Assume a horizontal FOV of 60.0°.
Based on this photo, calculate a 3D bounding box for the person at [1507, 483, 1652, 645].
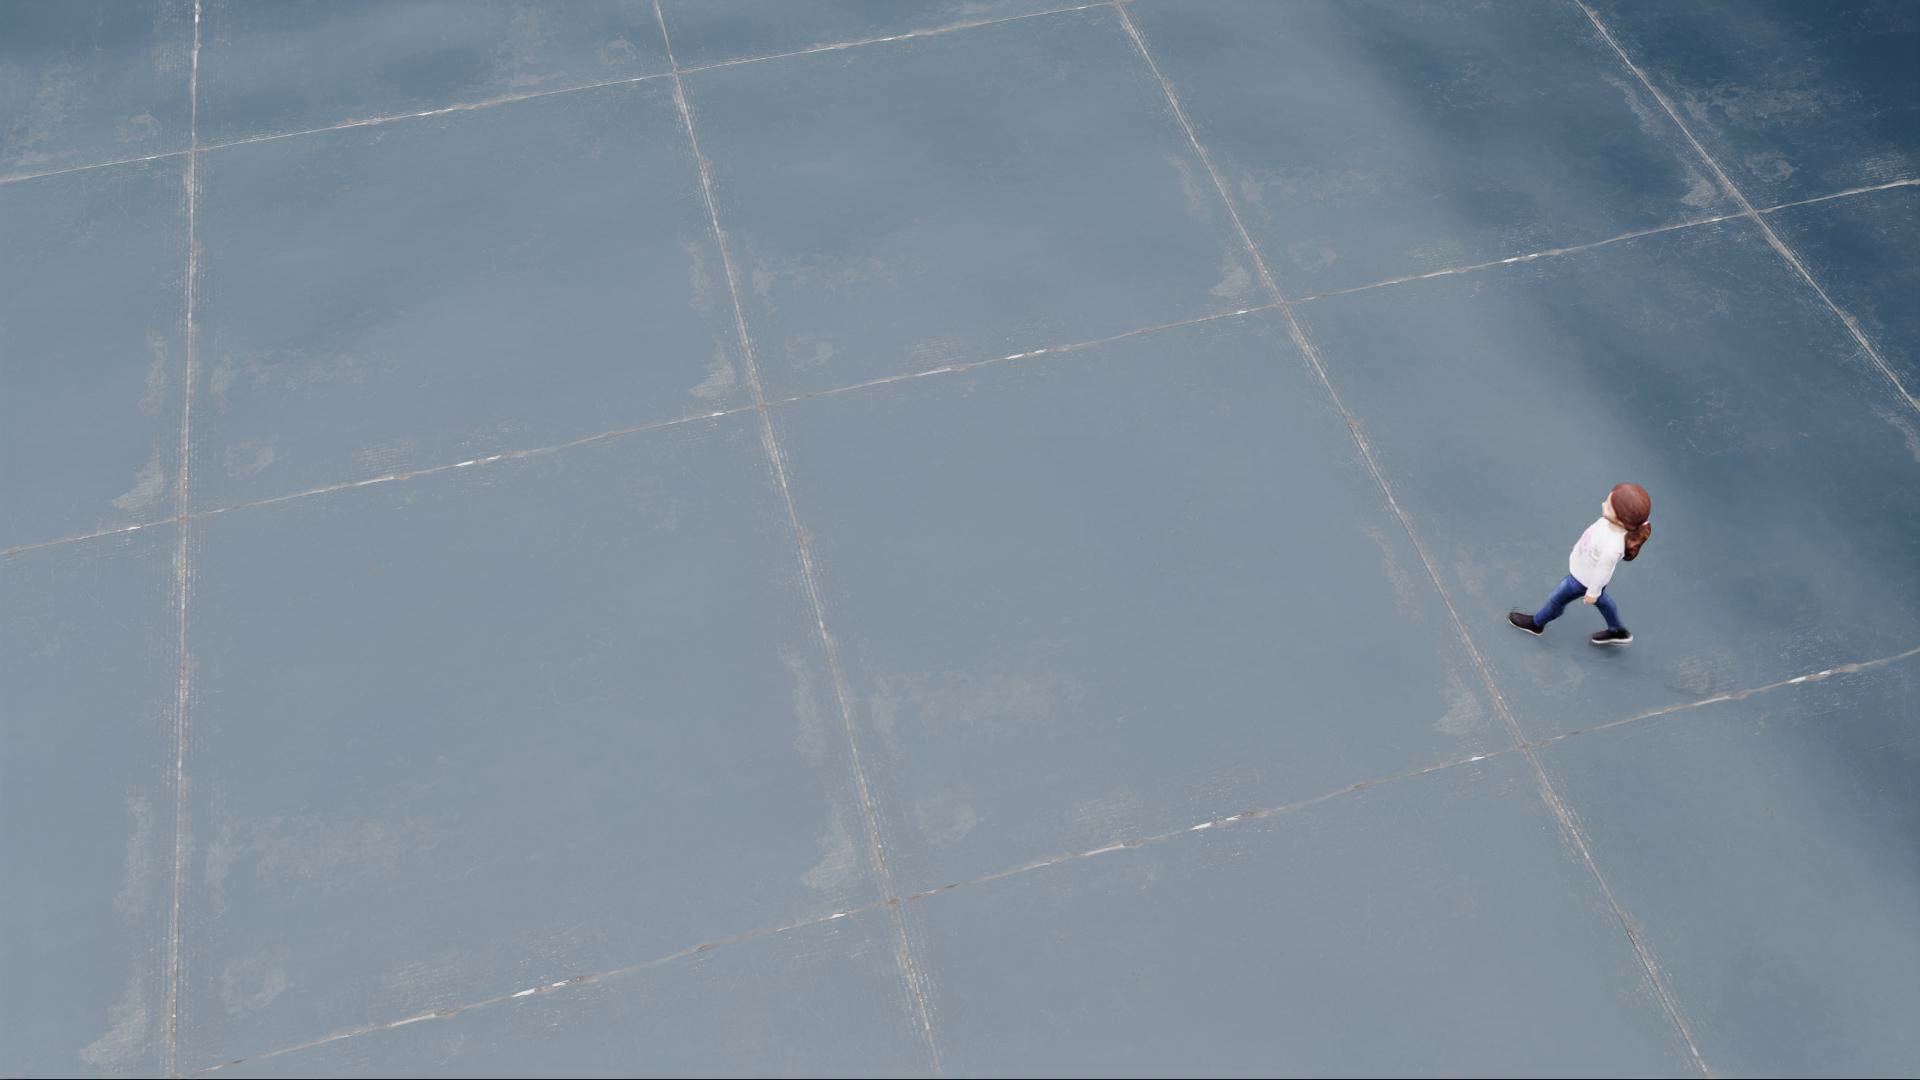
[{"bbox_3d":[2.954,0.142,7.597,0.793,1.093,0.778,19,55,14],"label":"person"}]
